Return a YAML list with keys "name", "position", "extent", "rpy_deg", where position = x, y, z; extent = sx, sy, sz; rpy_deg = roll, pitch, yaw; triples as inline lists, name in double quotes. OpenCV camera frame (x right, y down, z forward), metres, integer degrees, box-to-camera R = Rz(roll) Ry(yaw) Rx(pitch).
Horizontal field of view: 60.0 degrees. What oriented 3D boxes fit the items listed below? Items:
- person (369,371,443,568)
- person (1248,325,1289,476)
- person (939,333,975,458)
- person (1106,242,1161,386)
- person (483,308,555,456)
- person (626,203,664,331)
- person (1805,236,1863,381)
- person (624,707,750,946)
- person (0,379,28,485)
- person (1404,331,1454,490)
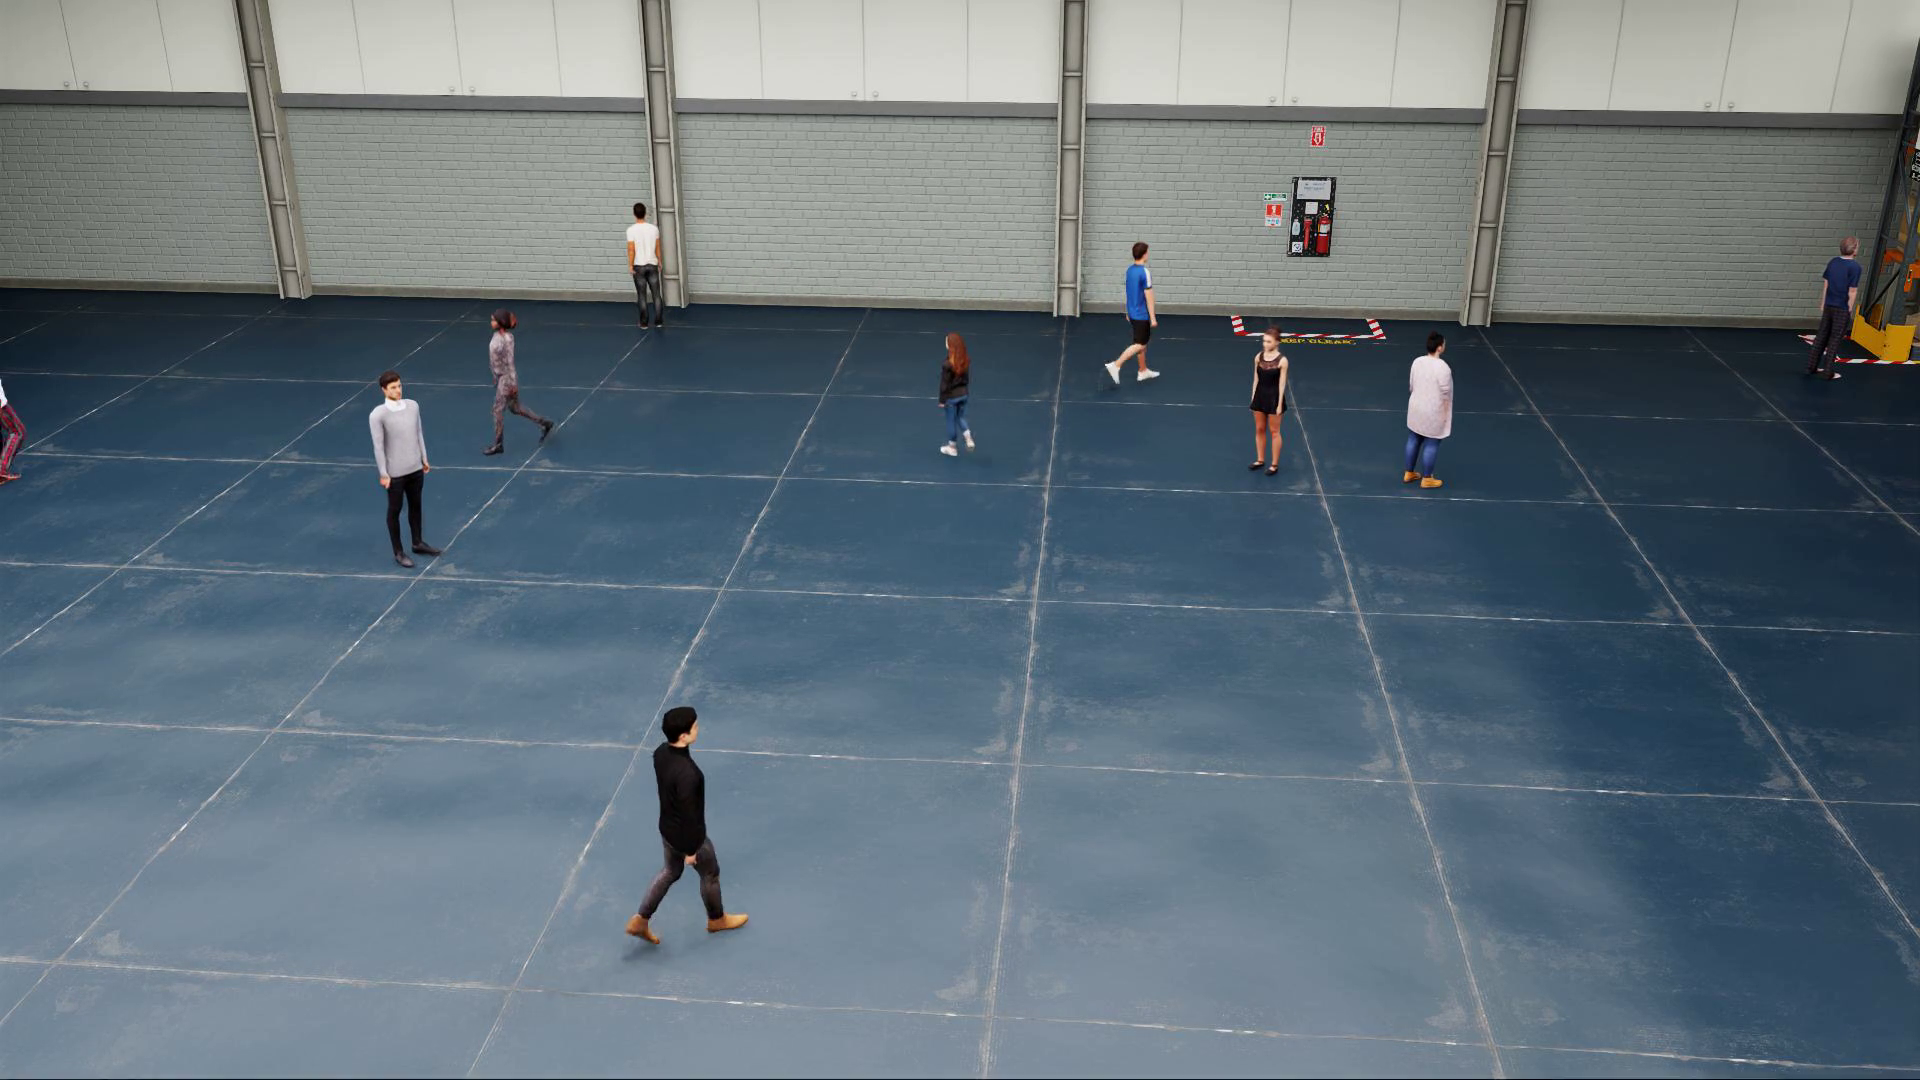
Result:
- name: "person"
  position: [-5.459, -0.728, 16.247]
  extent: [0.827, 1.923, 0.838]
  rpy_deg: [14, 27, 30]
- name: "person"
  position: [3.452, -1.572, 18.541]
  extent: [0.678, 1.681, 0.752]
  rpy_deg: [20, 30, 39]
- name: "person"
  position: [-0.005, -1.644, 18.971]
  extent: [0.765, 1.478, 0.827]
  rpy_deg: [-20, 30, -39]
- name: "person"
  position: [2.253, -2.898, 21.447]
  extent: [1.205, 1.847, 0.989]
  rpy_deg: [-10, 25, -23]
- name: "person"
  position: [-5.132, -1.826, 19.135]
  extent: [1.167, 1.684, 1.033]
  rpy_deg: [-14, 27, -30]
- name: "person"
  position: [-4.542, -3.956, 23.994]
  extent: [0.660, 1.801, 0.782]
  rpy_deg: [-11, 25, -24]
- name: "person"
  position: [11.471, -3.038, 21.746]
  extent: [0.693, 1.870, 0.725]
  rpy_deg: [-8, 24, -18]
- name: "person"
  position: [-1.815, 1.826, 10.512]
  extent: [1.148, 1.711, 1.046]
  rpy_deg: [-15, 27, -32]
- name: "person"
  position: [-10.625, -1.456, 18.085]
  extent: [0.728, 1.824, 0.825]
  rpy_deg: [11, 25, 24]
- name: "person"
  position: [5.103, -1.434, 18.136]
  extent: [0.836, 1.743, 0.799]
  rpy_deg: [-14, 27, -30]
